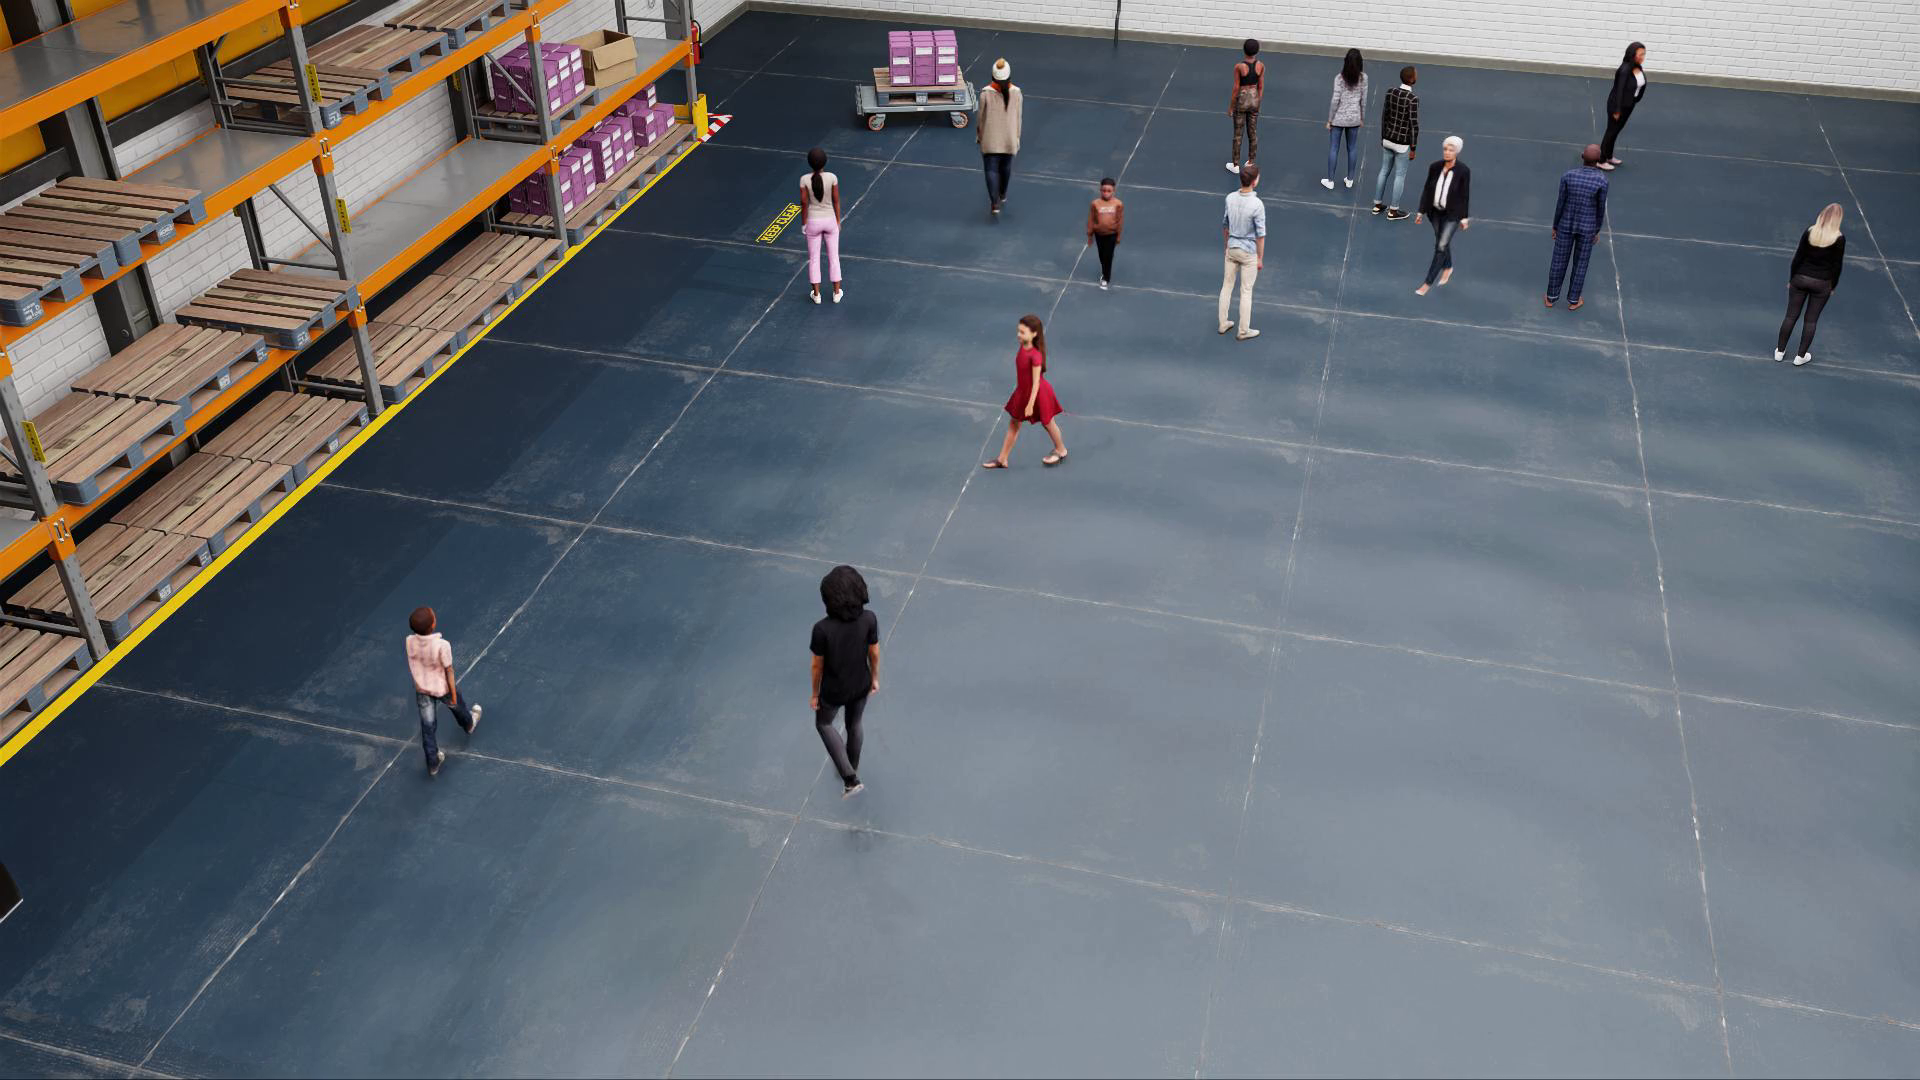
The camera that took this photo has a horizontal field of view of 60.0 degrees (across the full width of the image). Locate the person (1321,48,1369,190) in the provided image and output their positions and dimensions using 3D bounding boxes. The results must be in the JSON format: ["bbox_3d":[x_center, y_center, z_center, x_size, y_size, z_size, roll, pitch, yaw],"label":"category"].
[{"bbox_3d":[4.768,-5.216,20.574,0.690,1.732,0.657,-5,34,-7],"label":"person"}]

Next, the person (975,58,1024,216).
[{"bbox_3d":[0.456,-4.775,19.800,0.983,1.855,1.250,-4,34,-7],"label":"person"}]

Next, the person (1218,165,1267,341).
[{"bbox_3d":[2.896,-2.961,17.076,0.731,1.848,0.726,28,43,35],"label":"person"}]

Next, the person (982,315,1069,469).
[{"bbox_3d":[0.725,-1.313,14.907,1.038,1.505,1.023,-15,37,-22],"label":"person"}]

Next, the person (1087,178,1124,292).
[{"bbox_3d":[1.608,-3.395,18.298,0.574,1.218,0.895,6,34,8],"label":"person"}]

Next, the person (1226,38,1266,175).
[{"bbox_3d":[3.614,-5.495,21.023,0.656,1.699,0.662,-7,34,-11],"label":"person"}]

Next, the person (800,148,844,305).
[{"bbox_3d":[-1.483,-3.365,17.783,0.645,1.740,0.632,-4,34,-6],"label":"person"}]

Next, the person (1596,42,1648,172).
[{"bbox_3d":[8.410,-5.534,21.159,0.807,1.615,0.691,23,40,30],"label":"person"}]

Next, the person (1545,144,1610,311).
[{"bbox_3d":[6.556,-3.328,17.655,0.690,1.820,0.646,14,36,19],"label":"person"}]

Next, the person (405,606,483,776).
[{"bbox_3d":[-3.681,1.057,11.552,0.597,1.272,0.925,3,34,4],"label":"person"}]

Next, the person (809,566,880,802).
[{"bbox_3d":[-0.755,1.003,11.137,0.893,1.821,0.967,-14,36,-20],"label":"person"}]

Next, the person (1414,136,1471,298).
[{"bbox_3d":[5.294,-3.504,17.841,1.195,1.757,1.114,-27,42,-34],"label":"person"}]

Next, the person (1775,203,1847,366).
[{"bbox_3d":[8.503,-2.555,16.612,0.678,1.687,0.663,23,40,31],"label":"person"}]

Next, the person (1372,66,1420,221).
[{"bbox_3d":[5.193,-4.727,19.758,0.773,1.821,0.746,-23,40,-30],"label":"person"}]
